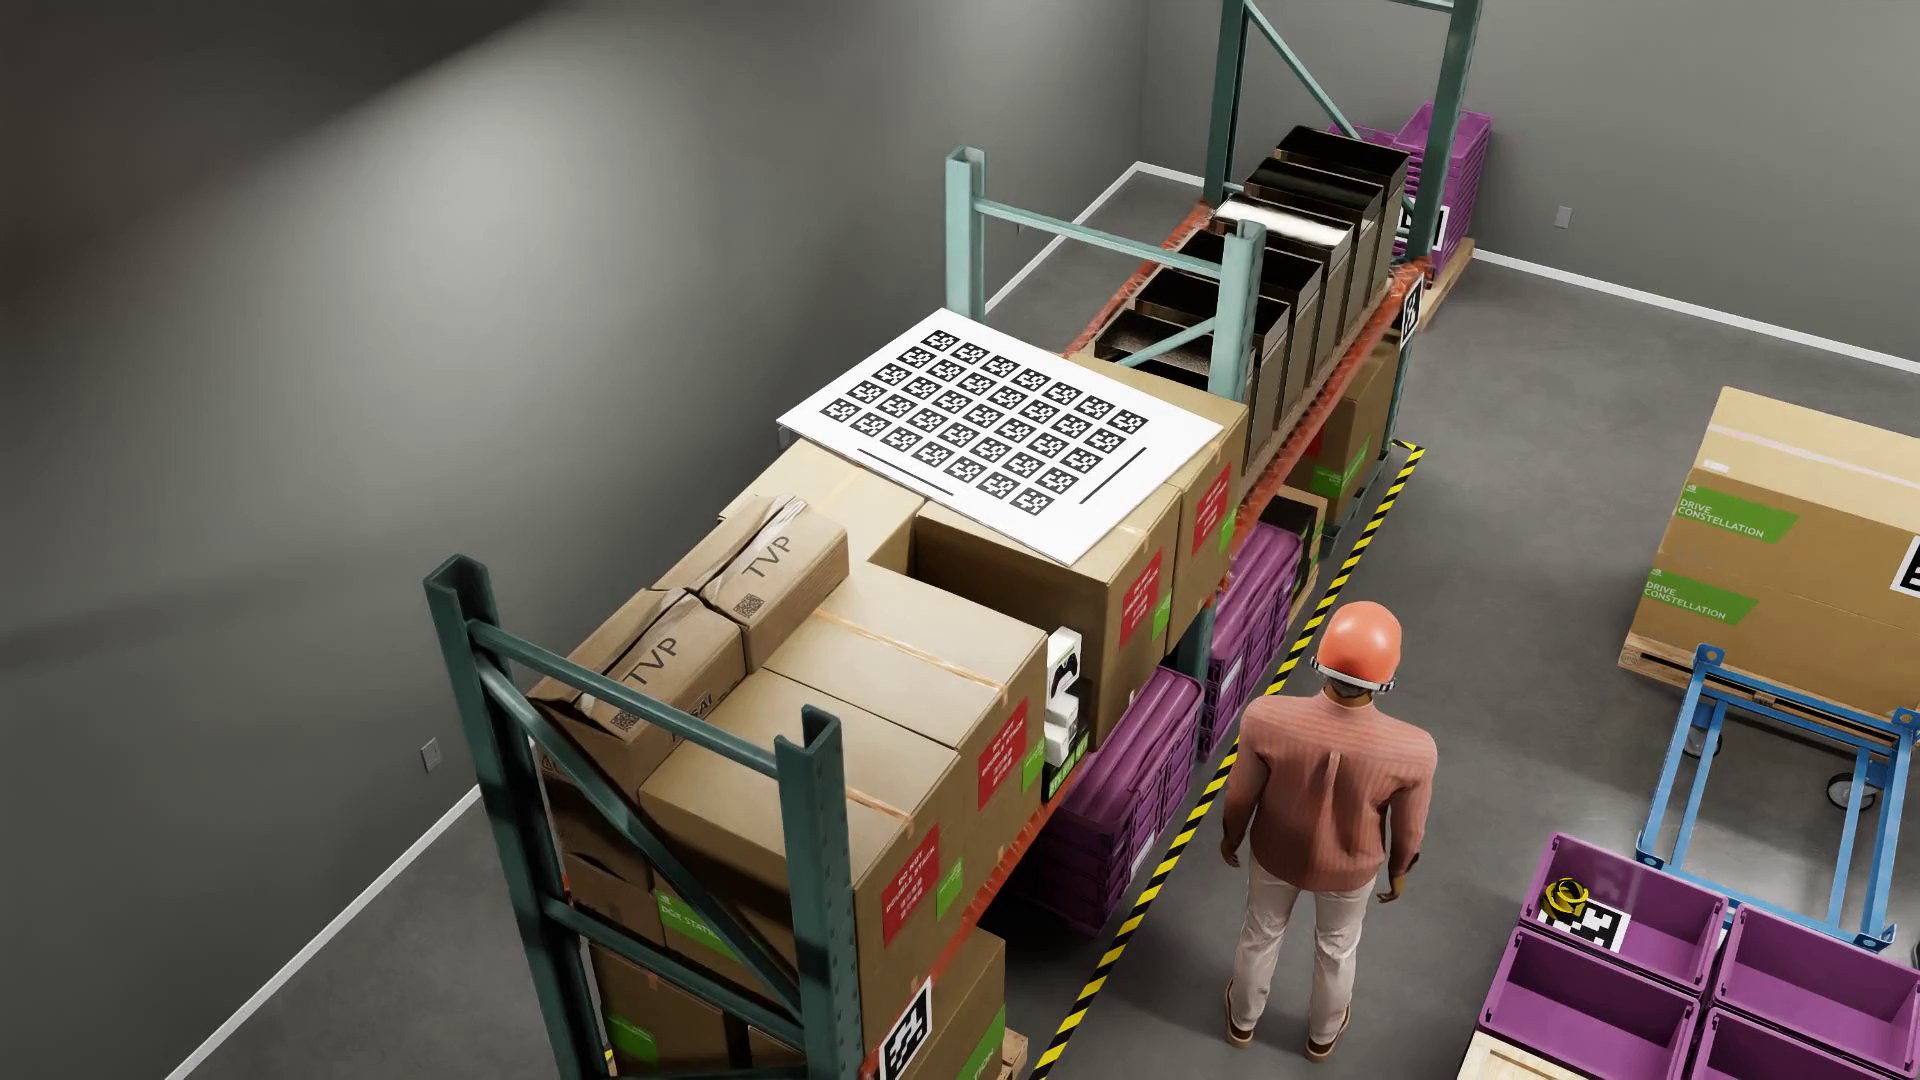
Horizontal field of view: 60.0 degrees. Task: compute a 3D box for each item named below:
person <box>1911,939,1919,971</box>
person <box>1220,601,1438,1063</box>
[{"bbox_3d":[3.713,0.935,5.564,0.599,1.830,0.403,23,45,25],"label":"person"},{"bbox_3d":[1.156,0.981,5.384,0.625,1.992,0.388,10,41,12],"label":"person"}]
